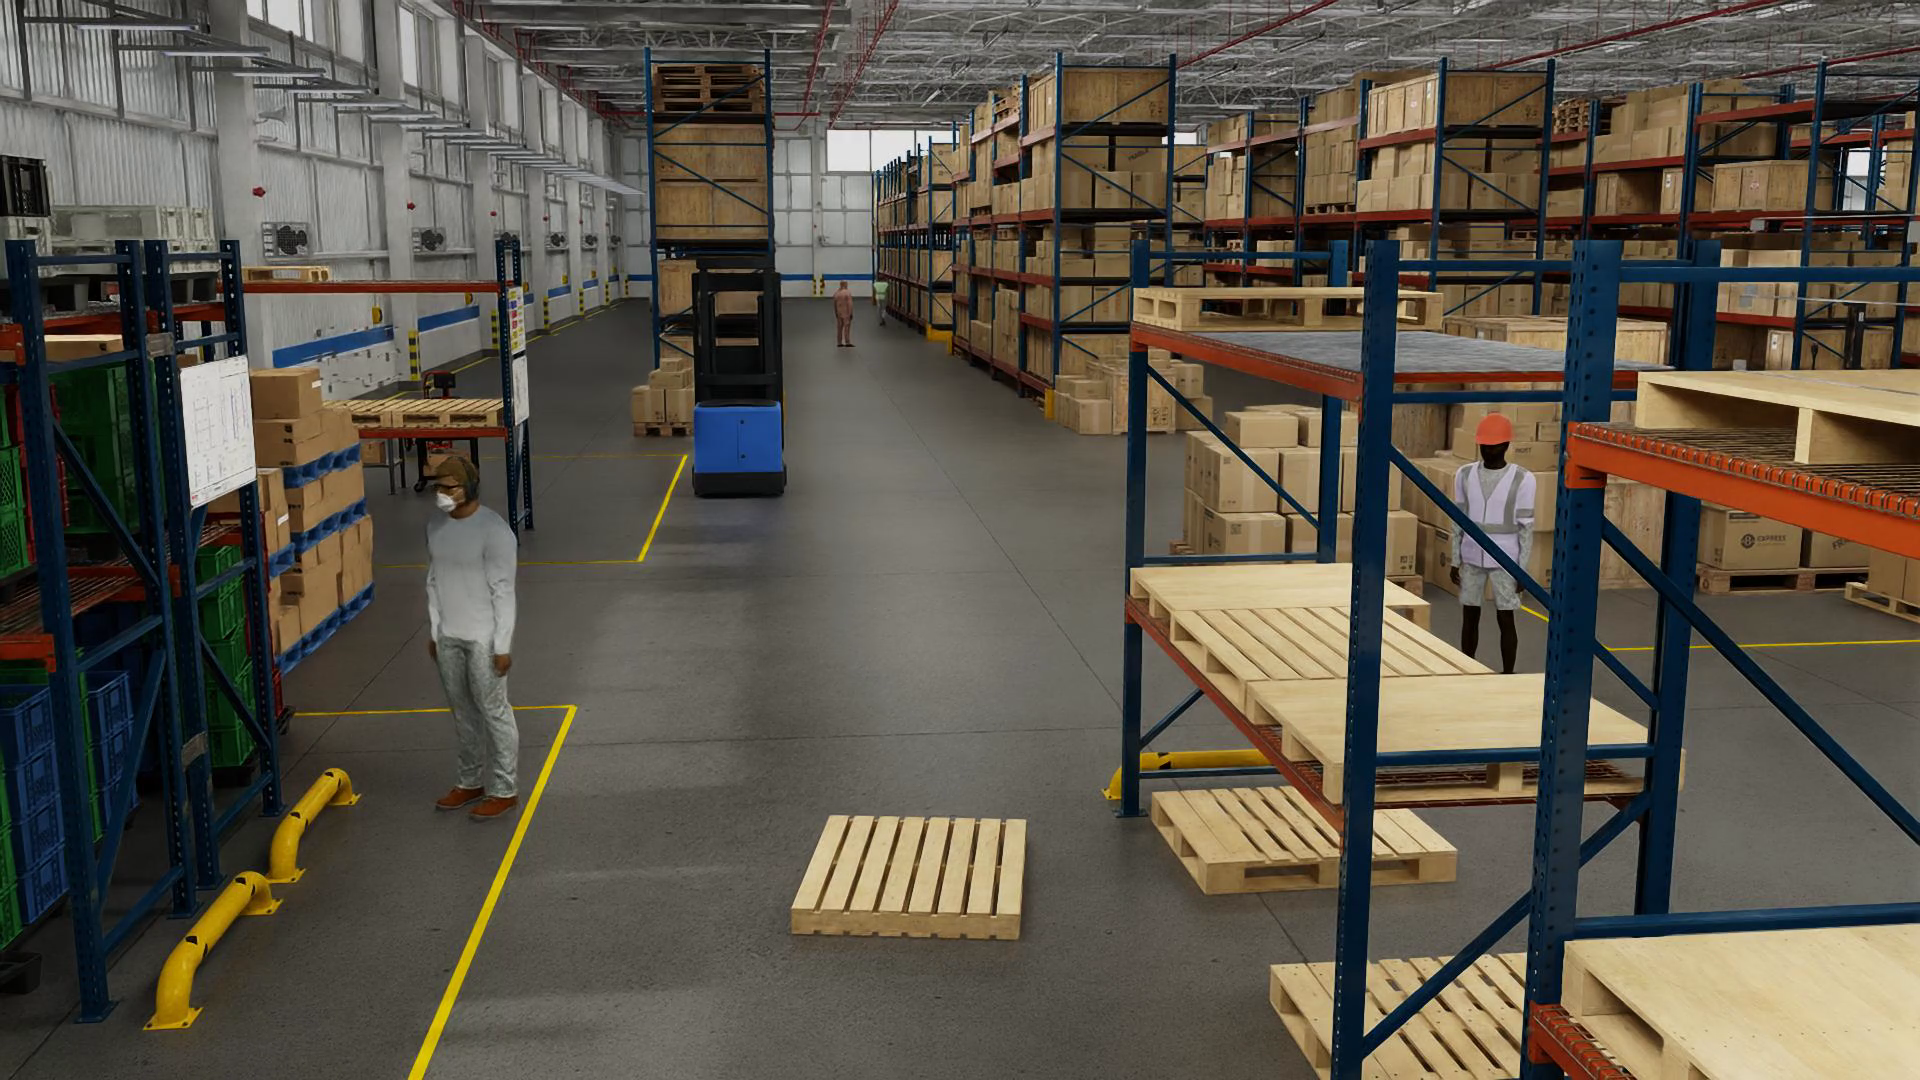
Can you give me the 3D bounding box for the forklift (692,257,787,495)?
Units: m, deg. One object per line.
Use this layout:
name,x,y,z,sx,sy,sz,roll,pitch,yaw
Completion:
forklift,-2.703,-2.040,20.237,1.129,2.768,1.873,-1,10,-6

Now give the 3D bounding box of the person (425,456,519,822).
person,-2.560,0.513,8.741,0.629,1.934,0.371,7,12,34

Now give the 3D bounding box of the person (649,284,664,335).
person,-9.488,-7.386,52.457,0.627,1.948,0.998,-1,10,-8

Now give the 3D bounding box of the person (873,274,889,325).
person,-2.827,-8.590,59.509,0.595,1.795,0.939,0,10,-2

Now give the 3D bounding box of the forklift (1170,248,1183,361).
forklift,4.738,-5.692,40.474,1.129,2.768,1.873,-1,10,-6

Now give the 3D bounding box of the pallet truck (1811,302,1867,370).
pallet truck,15.846,-3.142,28.793,1.885,1.965,0.823,2,10,12

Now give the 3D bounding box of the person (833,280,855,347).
person,-3.289,-6.448,47.355,0.643,1.912,0.410,8,13,36

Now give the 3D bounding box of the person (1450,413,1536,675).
person,3.461,0.127,10.884,0.543,1.928,0.400,8,13,38
